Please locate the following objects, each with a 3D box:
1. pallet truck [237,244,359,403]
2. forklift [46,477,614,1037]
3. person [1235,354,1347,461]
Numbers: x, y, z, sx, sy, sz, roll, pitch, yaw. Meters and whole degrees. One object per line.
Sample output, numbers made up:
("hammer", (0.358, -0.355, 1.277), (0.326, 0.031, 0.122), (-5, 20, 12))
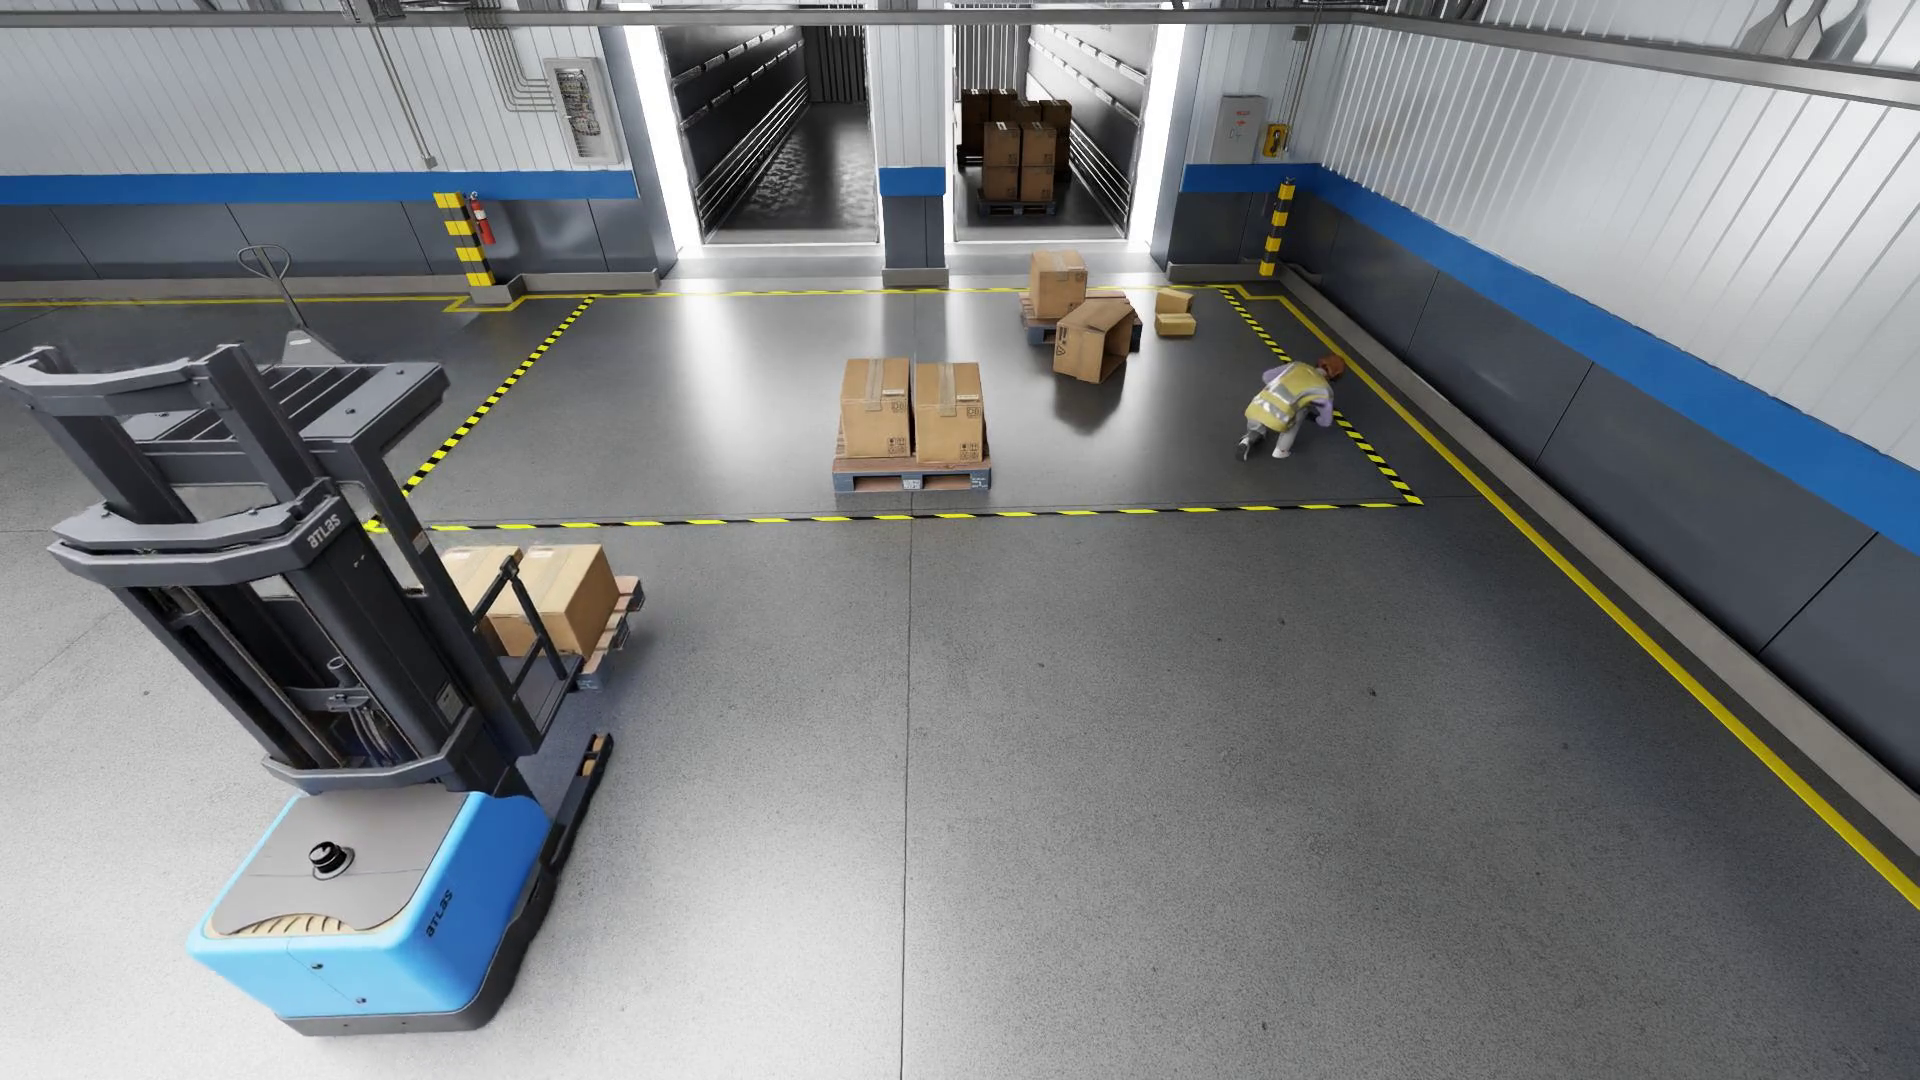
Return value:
("pallet truck", (-5.915, -1.733, 6.366), (0.680, 1.201, 1.601), (-18, 42, -21))
("forklift", (-2.146, 0.820, 2.503), (0.716, 2.013, 0.776), (-1, 38, -1))
("person", (2.603, -1.067, 5.925), (0.919, 0.815, 0.670), (-28, 46, -31))
